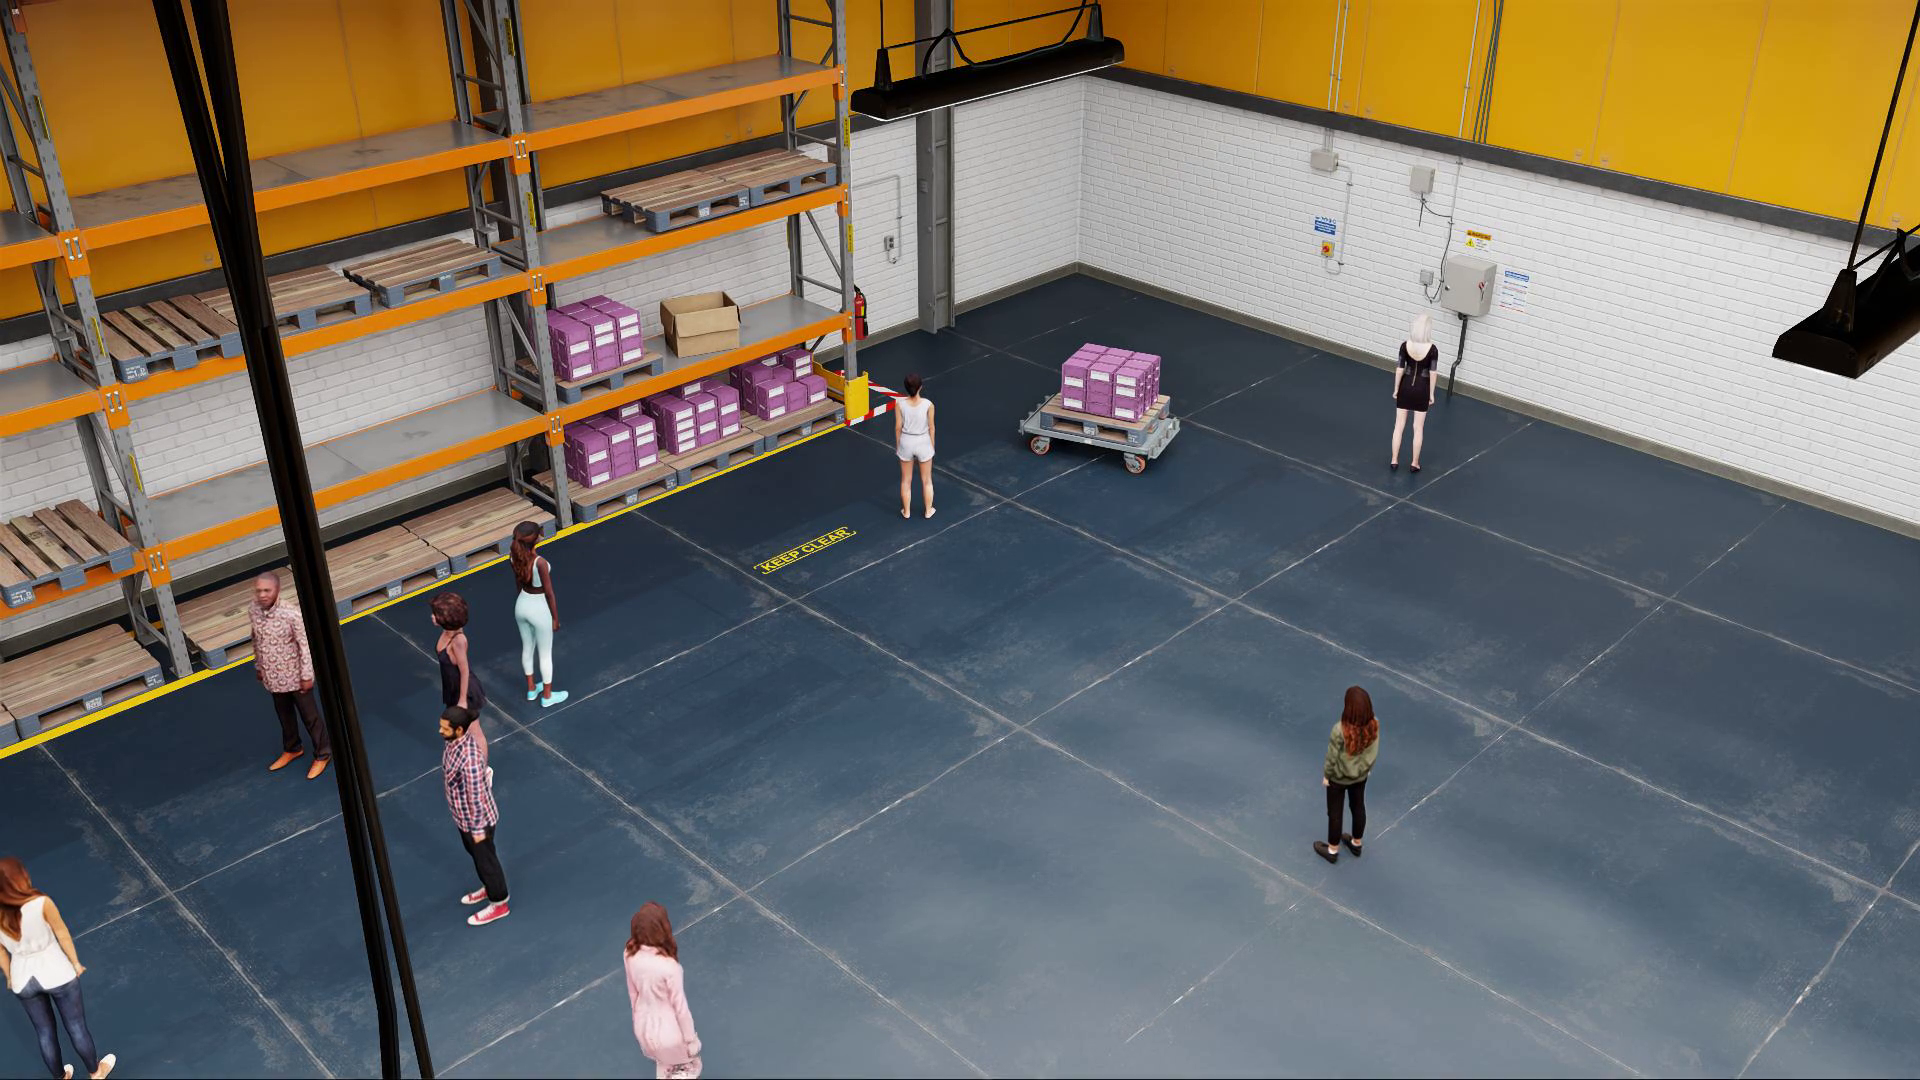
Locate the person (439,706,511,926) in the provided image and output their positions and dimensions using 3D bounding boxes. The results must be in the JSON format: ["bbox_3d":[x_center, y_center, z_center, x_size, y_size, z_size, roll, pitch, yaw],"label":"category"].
[{"bbox_3d":[-3.435,1.916,11.745,0.664,1.759,0.723,-18,33,-29],"label":"person"}]

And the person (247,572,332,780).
[{"bbox_3d":[-5.379,1.049,13.286,0.776,1.806,0.750,10,30,17],"label":"person"}]

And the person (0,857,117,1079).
[{"bbox_3d":[-5.664,2.706,10.270,0.635,1.784,0.736,-6,29,-10],"label":"person"}]

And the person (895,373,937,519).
[{"bbox_3d":[-0.468,-0.975,17.203,0.644,1.608,0.700,1,29,1],"label":"person"}]

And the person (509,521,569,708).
[{"bbox_3d":[-3.622,0.619,14.160,0.615,1.724,0.613,14,32,24],"label":"person"}]

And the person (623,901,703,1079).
[{"bbox_3d":[-1.806,2.942,9.832,0.713,1.790,0.862,18,33,30],"label":"person"}]

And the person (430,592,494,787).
[{"bbox_3d":[-3.906,1.184,13.055,0.610,1.790,0.606,-15,32,-26],"label":"person"}]

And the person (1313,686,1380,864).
[{"bbox_3d":[2.900,1.734,12.376,0.551,1.474,0.698,-12,31,-20],"label":"person"}]

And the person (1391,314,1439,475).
[{"bbox_3d":[4.938,-1.596,18.110,0.657,1.829,0.629,12,31,21],"label":"person"}]
